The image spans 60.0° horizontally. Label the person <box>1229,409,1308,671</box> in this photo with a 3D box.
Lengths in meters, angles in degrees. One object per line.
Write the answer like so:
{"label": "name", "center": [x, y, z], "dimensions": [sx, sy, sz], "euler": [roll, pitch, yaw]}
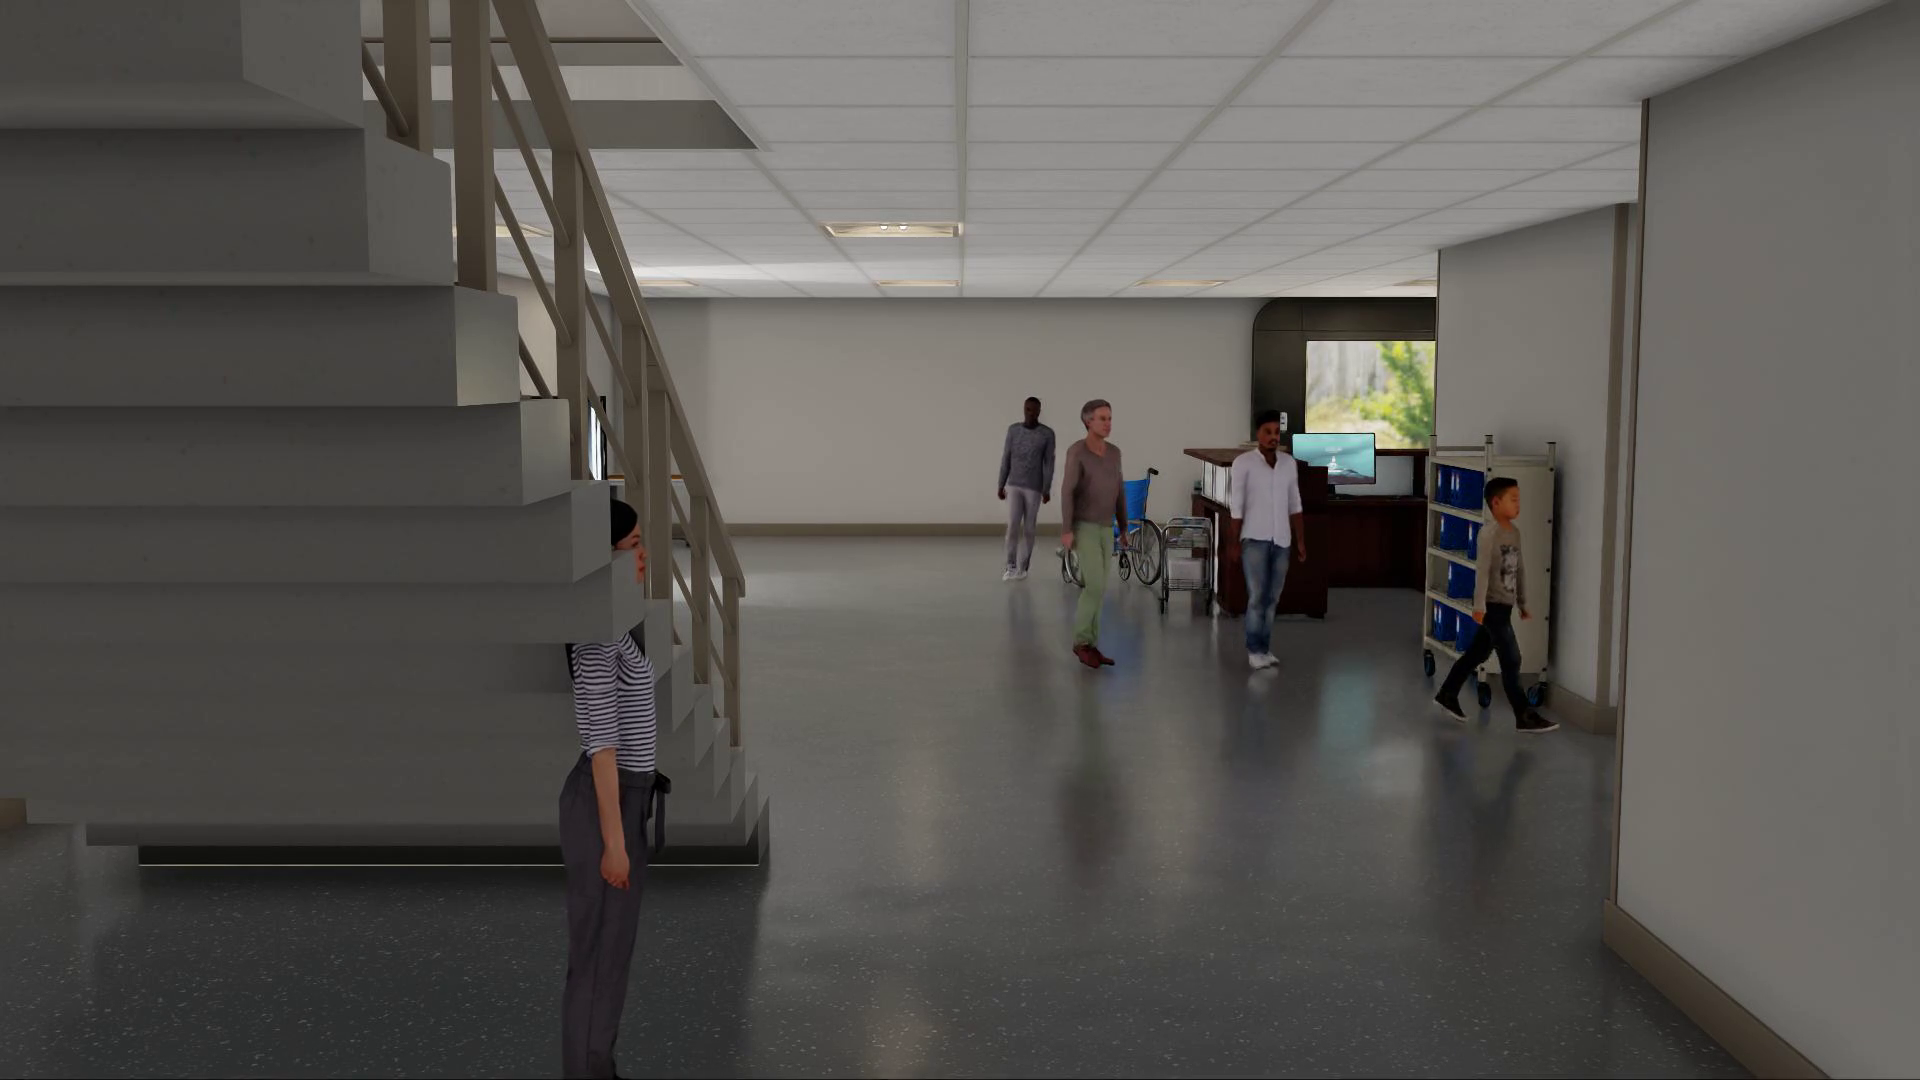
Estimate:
{"label": "person", "center": [2.113, -0.011, 11.664], "dimensions": [0.768, 1.791, 0.902], "euler": [-2, 6, -17]}

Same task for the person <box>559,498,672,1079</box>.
{"label": "person", "center": [-0.961, 0.745, 4.444], "dimensions": [0.691, 1.733, 0.512], "euler": [-1, 6, -10]}

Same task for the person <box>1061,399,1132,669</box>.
{"label": "person", "center": [0.868, -0.048, 11.669], "dimensions": [0.822, 1.865, 0.867], "euler": [-5, 7, -39]}

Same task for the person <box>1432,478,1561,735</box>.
{"label": "person", "center": [3.003, 0.379, 9.552], "dimensions": [1.032, 1.439, 1.002], "euler": [5, 8, 42]}

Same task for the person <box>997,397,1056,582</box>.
{"label": "person", "center": [0.680, -0.495, 16.421], "dimensions": [0.849, 1.804, 0.911], "euler": [2, 6, 17]}
